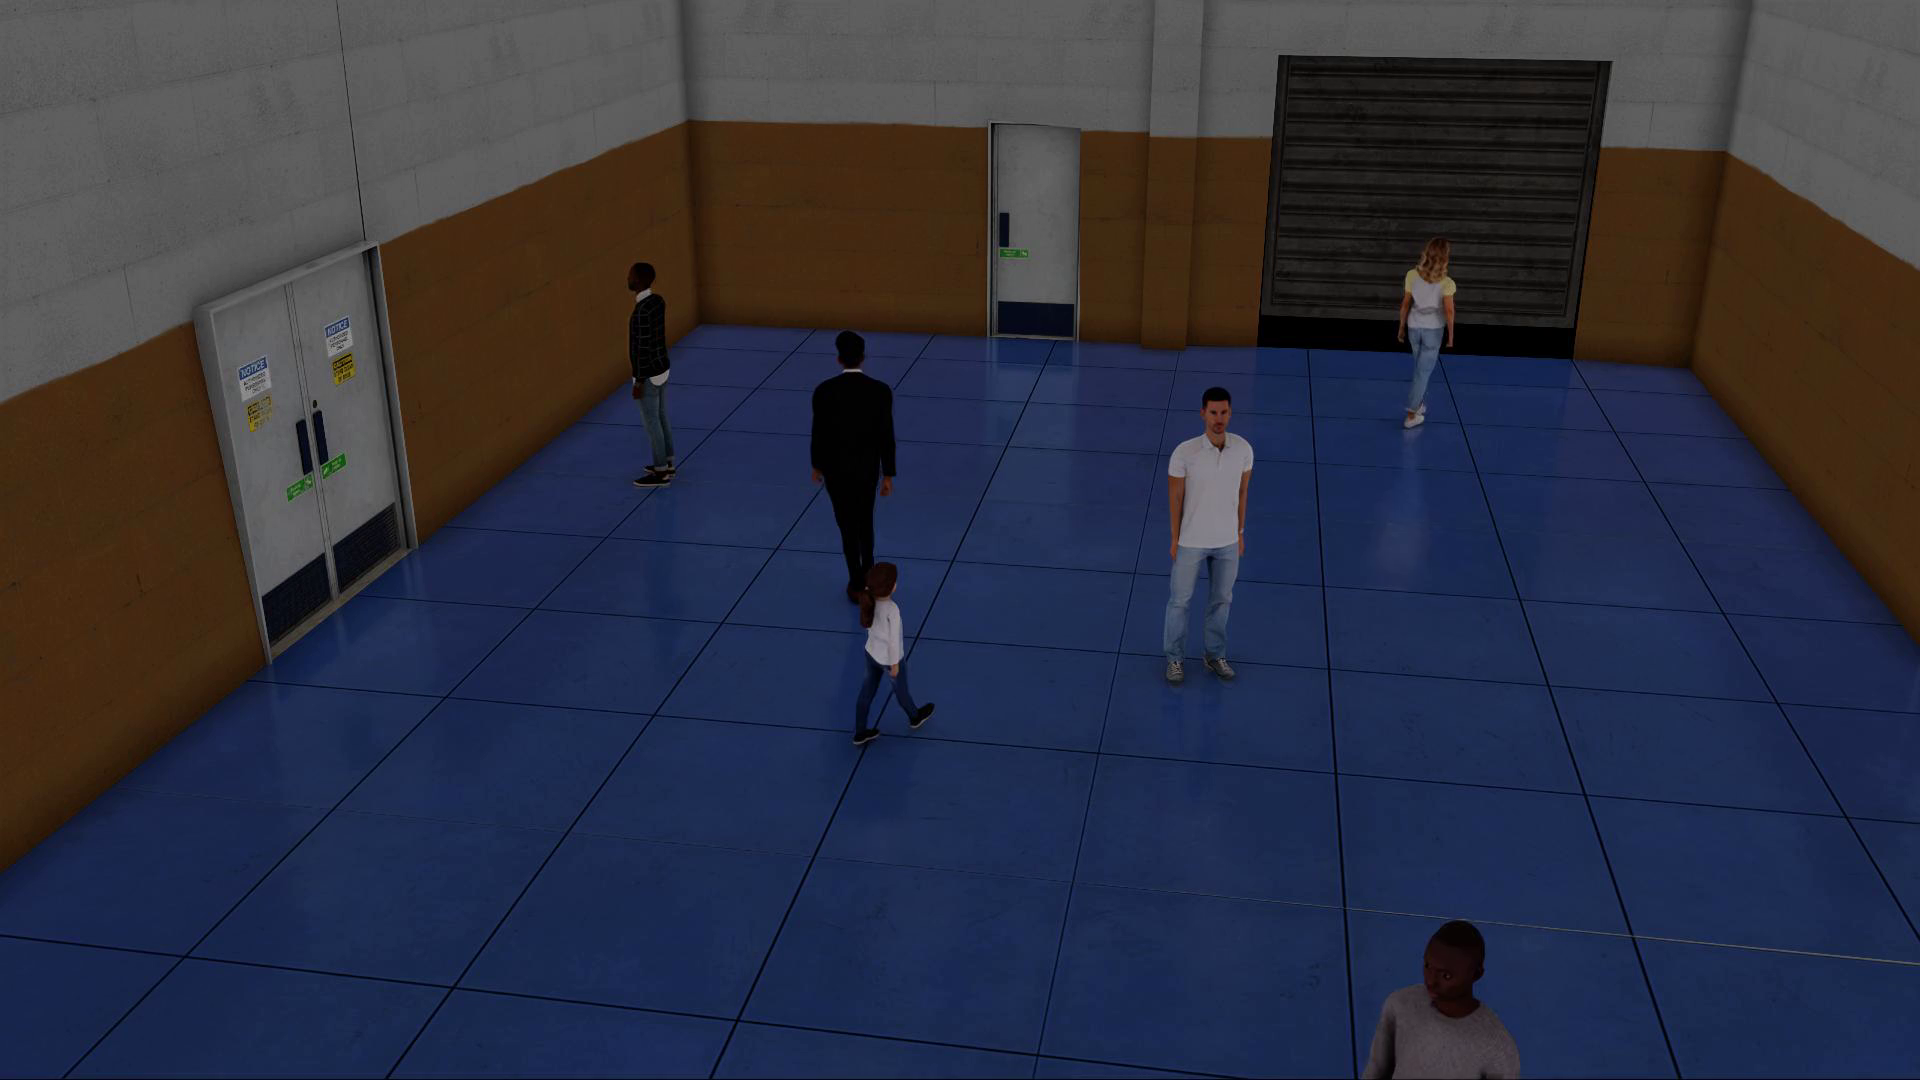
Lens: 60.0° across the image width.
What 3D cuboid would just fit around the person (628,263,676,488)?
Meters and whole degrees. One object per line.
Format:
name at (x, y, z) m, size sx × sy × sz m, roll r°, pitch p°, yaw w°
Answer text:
person at (-2.491, -1.346, 13.461) m, size 0.553 × 1.821 × 0.661 m, roll 3°, pitch 22°, yaw 7°

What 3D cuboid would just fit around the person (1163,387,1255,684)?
person at (1.510, -0.039, 10.148) m, size 0.629 × 1.866 × 0.801 m, roll -3°, pitch 22°, yaw -8°

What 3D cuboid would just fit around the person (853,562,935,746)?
person at (-0.476, 0.661, 9.452) m, size 0.774 × 1.086 × 0.765 m, roll -20°, pitch 29°, yaw -40°

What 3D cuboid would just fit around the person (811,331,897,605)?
person at (-0.714, -0.450, 11.172) m, size 0.750 × 1.865 × 0.871 m, roll -6°, pitch 23°, yaw -14°

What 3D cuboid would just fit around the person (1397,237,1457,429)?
person at (4.092, -1.817, 14.762) m, size 0.815 × 1.709 × 0.871 m, roll 19°, pitch 28°, yaw 39°

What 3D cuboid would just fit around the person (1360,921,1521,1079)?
person at (1.580, 1.959, 5.333) m, size 1.083 × 1.748 × 1.051 m, roll -17°, pitch 27°, yaw -36°
